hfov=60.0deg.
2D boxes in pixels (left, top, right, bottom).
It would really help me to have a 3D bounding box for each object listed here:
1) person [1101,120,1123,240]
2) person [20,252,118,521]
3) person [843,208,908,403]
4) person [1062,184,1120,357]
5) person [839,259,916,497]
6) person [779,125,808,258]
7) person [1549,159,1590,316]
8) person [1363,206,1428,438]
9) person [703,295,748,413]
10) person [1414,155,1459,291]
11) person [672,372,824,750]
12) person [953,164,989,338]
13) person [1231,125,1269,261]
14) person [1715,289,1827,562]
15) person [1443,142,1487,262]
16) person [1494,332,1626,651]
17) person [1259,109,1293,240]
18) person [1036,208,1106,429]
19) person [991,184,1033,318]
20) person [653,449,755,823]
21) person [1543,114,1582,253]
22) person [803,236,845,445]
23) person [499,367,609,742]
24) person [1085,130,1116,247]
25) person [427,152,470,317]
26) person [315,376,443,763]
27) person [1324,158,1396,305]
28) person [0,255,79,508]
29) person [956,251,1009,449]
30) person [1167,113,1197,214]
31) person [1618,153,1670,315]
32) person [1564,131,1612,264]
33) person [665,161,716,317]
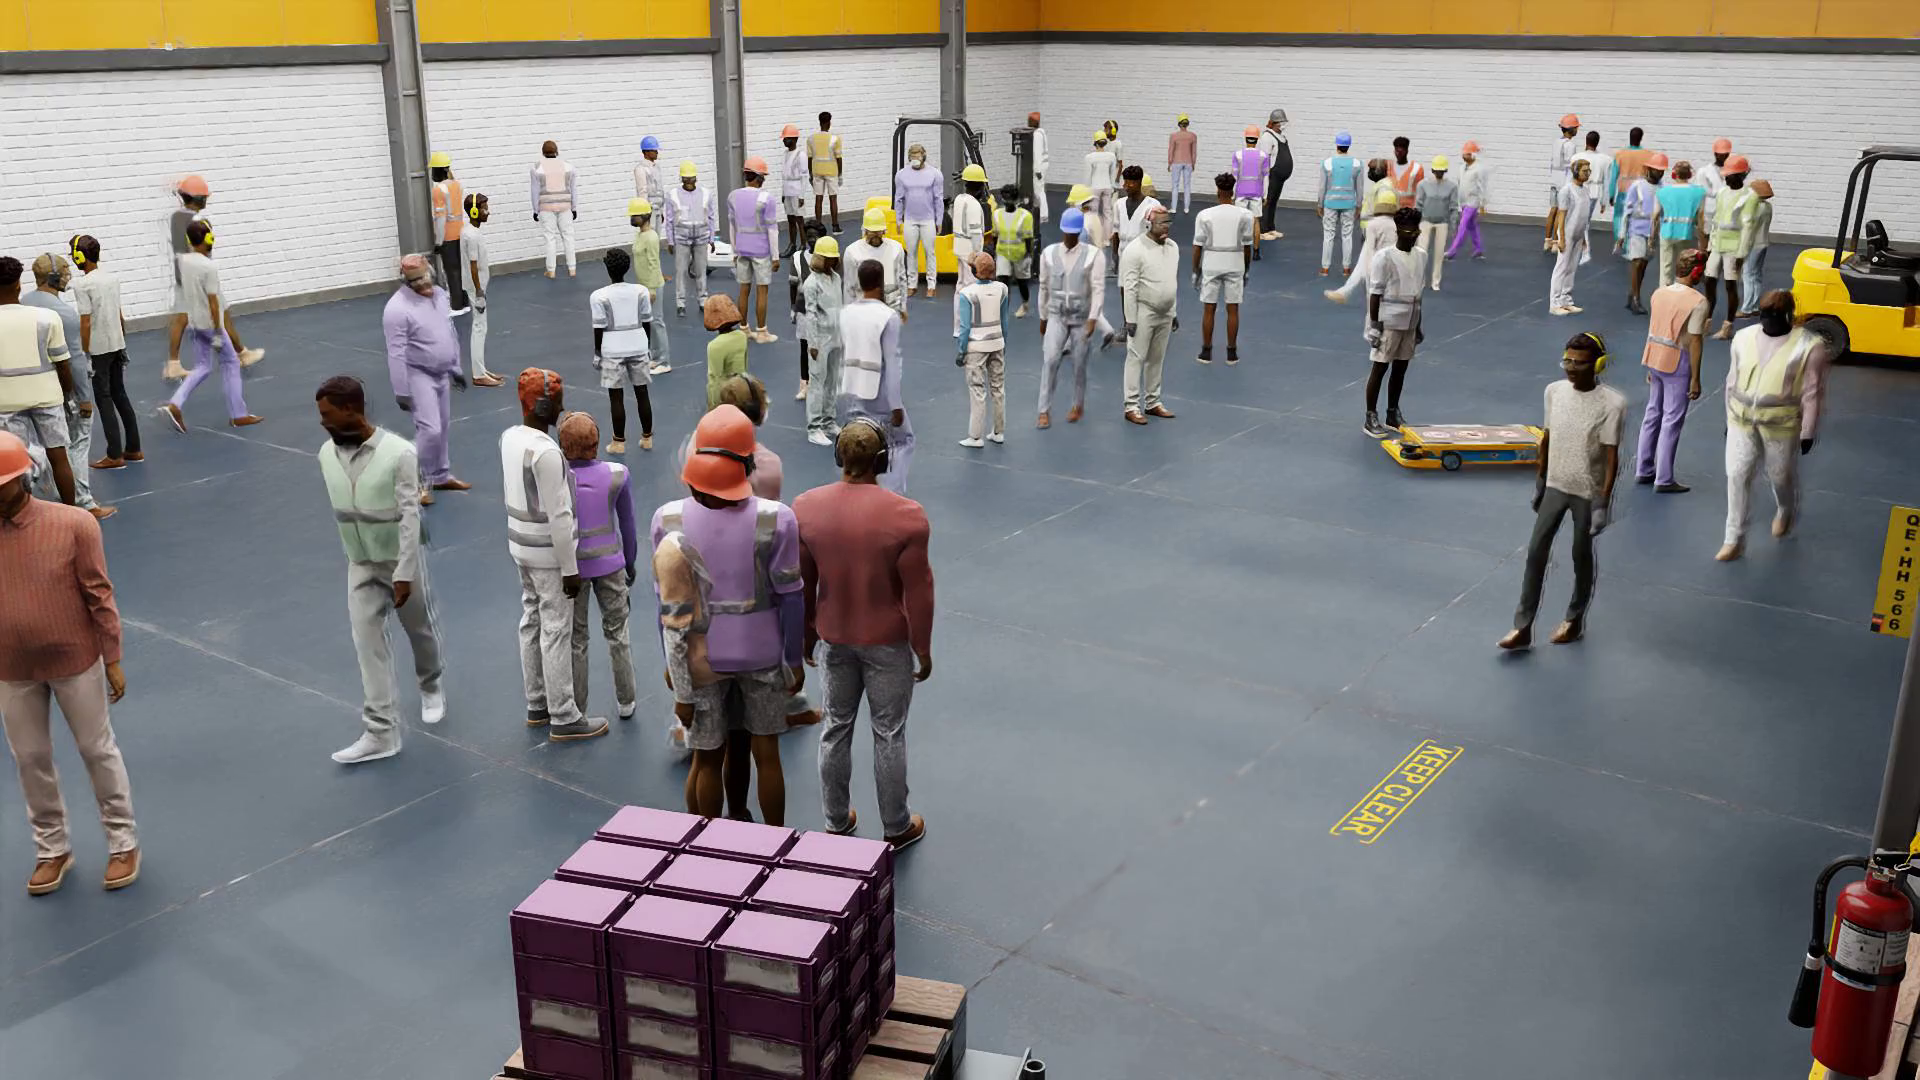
[{"bbox_3d":[2.400,-5.708,26.398,0.327,1.865,0.518,-6,19,-17],"label":"person"},{"bbox_3d":[-6.346,-1.065,11.779,0.635,1.929,0.382,12,21,33],"label":"person"},{"bbox_3d":[-0.775,-2.151,15.354,0.601,1.817,0.403,-6,19,-17],"label":"person"},{"bbox_3d":[1.296,-2.805,17.409,0.681,1.817,0.613,7,19,20],"label":"person"},{"bbox_3d":[-0.562,-1.007,11.664,0.584,1.874,0.631,-16,23,-40],"label":"person"},{"bbox_3d":[-2.440,-5.061,24.252,0.363,1.939,0.542,-14,22,-37],"label":"person"},{"bbox_3d":[7.323,-3.613,19.874,0.508,1.847,0.345,-13,22,-36],"label":"person"},{"bbox_3d":[3.729,-1.857,14.186,0.612,1.963,0.361,-10,21,-30],"label":"person"},{"bbox_3d":[-1.659,-0.937,11.861,0.294,1.625,0.503,6,19,19],"label":"person"},{"bbox_3d":[6.152,-4.094,21.525,0.553,1.743,0.411,2,18,7],"label":"person"},{"bbox_3d":[-1.081,0.120,8.125,0.636,1.911,0.903,13,22,36],"label":"person"},{"bbox_3d":[0.125,-3.149,18.291,0.382,1.924,0.594,-7,19,-20],"label":"person"},{"bbox_3d":[4.201,-5.041,24.196,0.552,1.933,0.383,2,18,5],"label":"person"},{"bbox_3d":[5.414,-0.790,11.106,0.835,1.812,0.628,-17,24,-42],"label":"person"},{"bbox_3d":[7.342,-4.910,24.156,0.903,1.698,0.593,-5,19,-16],"label":"person"},{"bbox_3d":[3.369,-0.237,9.319,0.846,1.837,0.561,-15,23,-39],"label":"person"},{"bbox_3d":[5.019,-5.811,26.432,0.536,2.000,0.684,10,20,29],"label":"person"},{"bbox_3d":[0.971,-1.936,14.517,0.632,1.913,0.677,5,18,14],"label":"person"},{"bbox_3d":[0.631,-3.330,19.312,0.536,1.647,0.837,6,19,18],"label":"person"},{"bbox_3d":[-0.981,0.516,6.844,0.390,1.923,0.549,10,20,29],"label":"person"},{"bbox_3d":[9.056,-5.342,24.955,0.370,2.048,0.607,-2,18,-5],"label":"person"},{"bbox_3d":[-1.113,-1.680,13.996,0.302,1.740,0.494,9,20,26],"label":"person"},{"bbox_3d":[-2.049,0.074,8.273,0.356,1.887,0.572,-13,22,-36],"label":"person"},{"bbox_3d":[2.133,-5.367,25.490,0.525,1.769,0.309,-7,19,-22],"label":"person"},{"bbox_3d":[-6.082,-3.618,19.784,0.411,1.927,0.634,3,18,10],"label":"person"},{"bbox_3d":[-2.881,0.120,8.199,0.582,1.858,0.889,3,18,11],"label":"person"},{"bbox_3d":[4.974,-3.766,20.407,0.938,1.801,0.646,4,18,12],"label":"person"},{"bbox_3d":[-6.381,-0.958,11.374,0.607,1.966,0.367,-10,20,-29],"label":"person"},{"bbox_3d":[0.191,-1.580,13.843,0.512,1.642,0.312,-14,22,-36],"label":"person"},{"bbox_3d":[3.968,-6.734,29.784,0.532,1.758,0.345,-3,18,-10],"label":"person"},{"bbox_3d":[8.228,-3.632,19.828,0.566,1.906,0.811,-1,18,-5],"label":"person"},{"bbox_3d":[9.026,-4.935,23.967,0.608,1.877,0.989,0,18,-1],"label":"person"},{"bbox_3d":[-3.195,-3.586,19.808,0.591,1.833,0.404,-6,19,-18],"label":"person"}]
